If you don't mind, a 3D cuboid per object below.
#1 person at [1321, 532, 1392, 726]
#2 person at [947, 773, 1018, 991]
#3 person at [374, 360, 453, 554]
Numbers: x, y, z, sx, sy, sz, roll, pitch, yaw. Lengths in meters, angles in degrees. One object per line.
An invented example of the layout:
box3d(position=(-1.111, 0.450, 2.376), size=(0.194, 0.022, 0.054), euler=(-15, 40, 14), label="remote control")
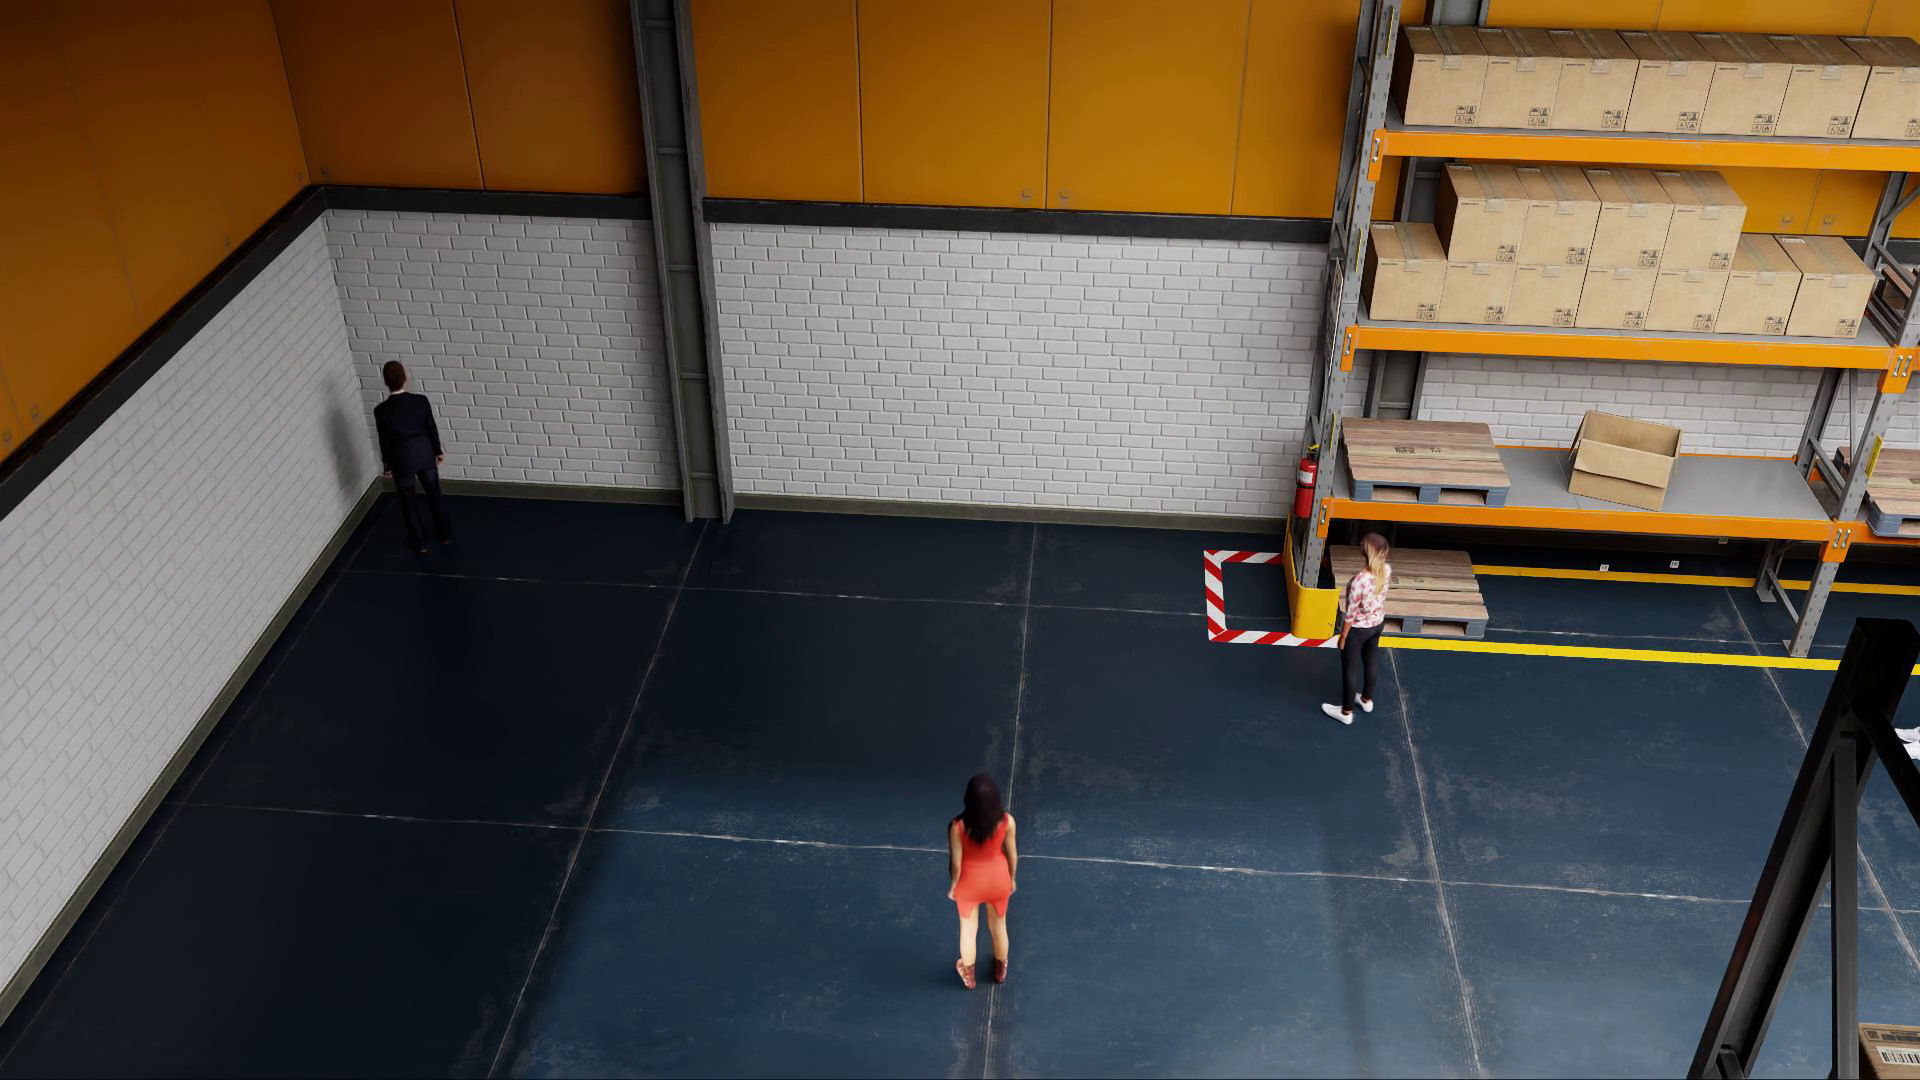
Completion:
box3d(position=(3.045, 0.656, 12.535), size=(0.629, 1.630, 0.690), euler=(-25, 41, -32), label="person")
box3d(position=(0.138, 2.114, 10.262), size=(0.545, 1.718, 0.699), euler=(-5, 34, -7), label="person")
box3d(position=(-4.773, -0.734, 14.459), size=(0.740, 1.814, 0.831), euler=(-19, 38, -27), label="person")
